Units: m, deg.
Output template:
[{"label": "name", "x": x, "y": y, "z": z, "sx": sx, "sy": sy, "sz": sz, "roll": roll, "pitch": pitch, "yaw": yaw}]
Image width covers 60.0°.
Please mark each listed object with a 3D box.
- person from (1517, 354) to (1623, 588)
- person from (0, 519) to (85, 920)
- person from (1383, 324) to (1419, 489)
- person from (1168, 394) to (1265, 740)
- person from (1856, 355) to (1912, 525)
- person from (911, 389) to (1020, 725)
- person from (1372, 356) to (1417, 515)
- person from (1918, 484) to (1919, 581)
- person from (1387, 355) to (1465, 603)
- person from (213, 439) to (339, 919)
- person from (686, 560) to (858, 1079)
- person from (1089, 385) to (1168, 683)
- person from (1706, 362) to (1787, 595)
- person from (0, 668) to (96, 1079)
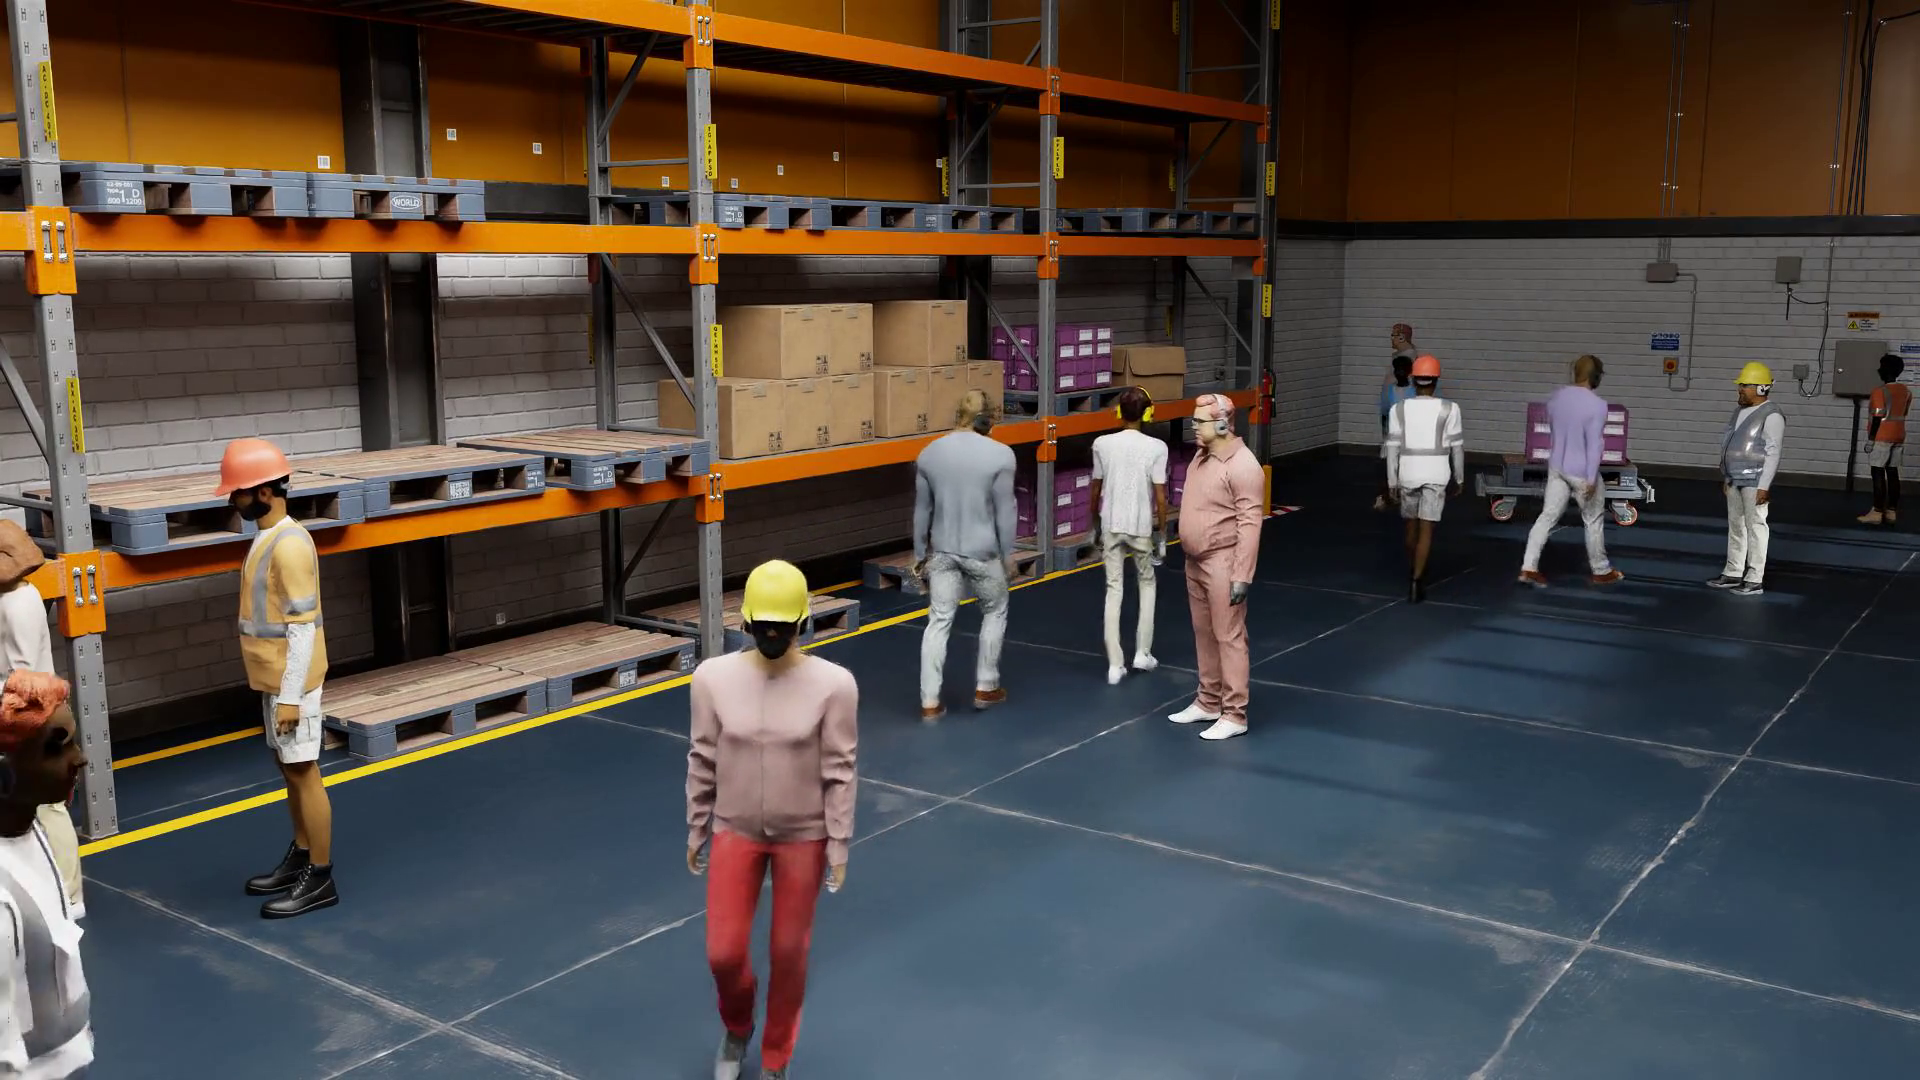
[{"label": "person", "x": 4.922, "y": -0.544, "z": 13.352, "sx": 1.007, "sy": 1.897, "sz": 0.642, "roll": -5, "pitch": 11, "yaw": -27}, {"label": "person", "x": -3.698, "y": 0.723, "z": 6.580, "sx": 0.284, "sy": 1.628, "sz": 0.502, "roll": -6, "pitch": 11, "yaw": -33}, {"label": "person", "x": 5.079, "y": -1.540, "z": 19.209, "sx": 0.402, "sy": 1.906, "sz": 0.651, "roll": 3, "pitch": 10, "yaw": 16}, {"label": "person", "x": 1.397, "y": 0.144, "z": 9.185, "sx": 0.402, "sy": 1.904, "sz": 0.652, "roll": -3, "pitch": 10, "yaw": -19}, {"label": "person", "x": 9.246, "y": -1.002, "z": 16.627, "sx": 0.542, "sy": 1.695, "sz": 0.316, "roll": -5, "pitch": 11, "yaw": -28}, {"label": "person", "x": 0.053, "y": 0.086, "z": 9.576, "sx": 0.680, "sy": 1.893, "sz": 0.798, "roll": 5, "pitch": 11, "yaw": 26}, {"label": "person", "x": 4.589, "y": -1.087, "z": 17.286, "sx": 0.540, "sy": 1.644, "sz": 0.901, "roll": 7, "pitch": 12, "yaw": 34}, {"label": "person", "x": 8.045, "y": -0.443, "z": 13.547, "sx": 0.750, "sy": 1.602, "sz": 0.552, "roll": -3, "pitch": 10, "yaw": -17}, {"label": "person", "x": 3.663, "y": -0.499, "z": 13.050, "sx": 0.557, "sy": 1.887, "sz": 0.952, "roll": 6, "pitch": 11, "yaw": 30}, {"label": "person", "x": -2.745, "y": 0.553, "z": 6.686, "sx": 0.375, "sy": 1.927, "sz": 0.543, "roll": -6, "pitch": 11, "yaw": -30}, {"label": "person", "x": -0.572, "y": 0.910, "z": 5.071, "sx": 0.538, "sy": 1.741, "sz": 0.389, "roll": 0, "pitch": 10, "yaw": -1}, {"label": "person", "x": 1.063, "y": -0.052, "z": 10.525, "sx": 0.544, "sy": 1.842, "sz": 0.707, "roll": 3, "pitch": 10, "yaw": 16}, {"label": "person", "x": 6.225, "y": -0.487, "z": 13.158, "sx": 0.404, "sy": 1.833, "sz": 0.589, "roll": -1, "pitch": 10, "yaw": -7}, {"label": "person", "x": -1.921, "y": 1.159, "z": 3.266, "sx": 0.519, "sy": 1.869, "sz": 0.621, "roll": -4, "pitch": 10, "yaw": -23}]
